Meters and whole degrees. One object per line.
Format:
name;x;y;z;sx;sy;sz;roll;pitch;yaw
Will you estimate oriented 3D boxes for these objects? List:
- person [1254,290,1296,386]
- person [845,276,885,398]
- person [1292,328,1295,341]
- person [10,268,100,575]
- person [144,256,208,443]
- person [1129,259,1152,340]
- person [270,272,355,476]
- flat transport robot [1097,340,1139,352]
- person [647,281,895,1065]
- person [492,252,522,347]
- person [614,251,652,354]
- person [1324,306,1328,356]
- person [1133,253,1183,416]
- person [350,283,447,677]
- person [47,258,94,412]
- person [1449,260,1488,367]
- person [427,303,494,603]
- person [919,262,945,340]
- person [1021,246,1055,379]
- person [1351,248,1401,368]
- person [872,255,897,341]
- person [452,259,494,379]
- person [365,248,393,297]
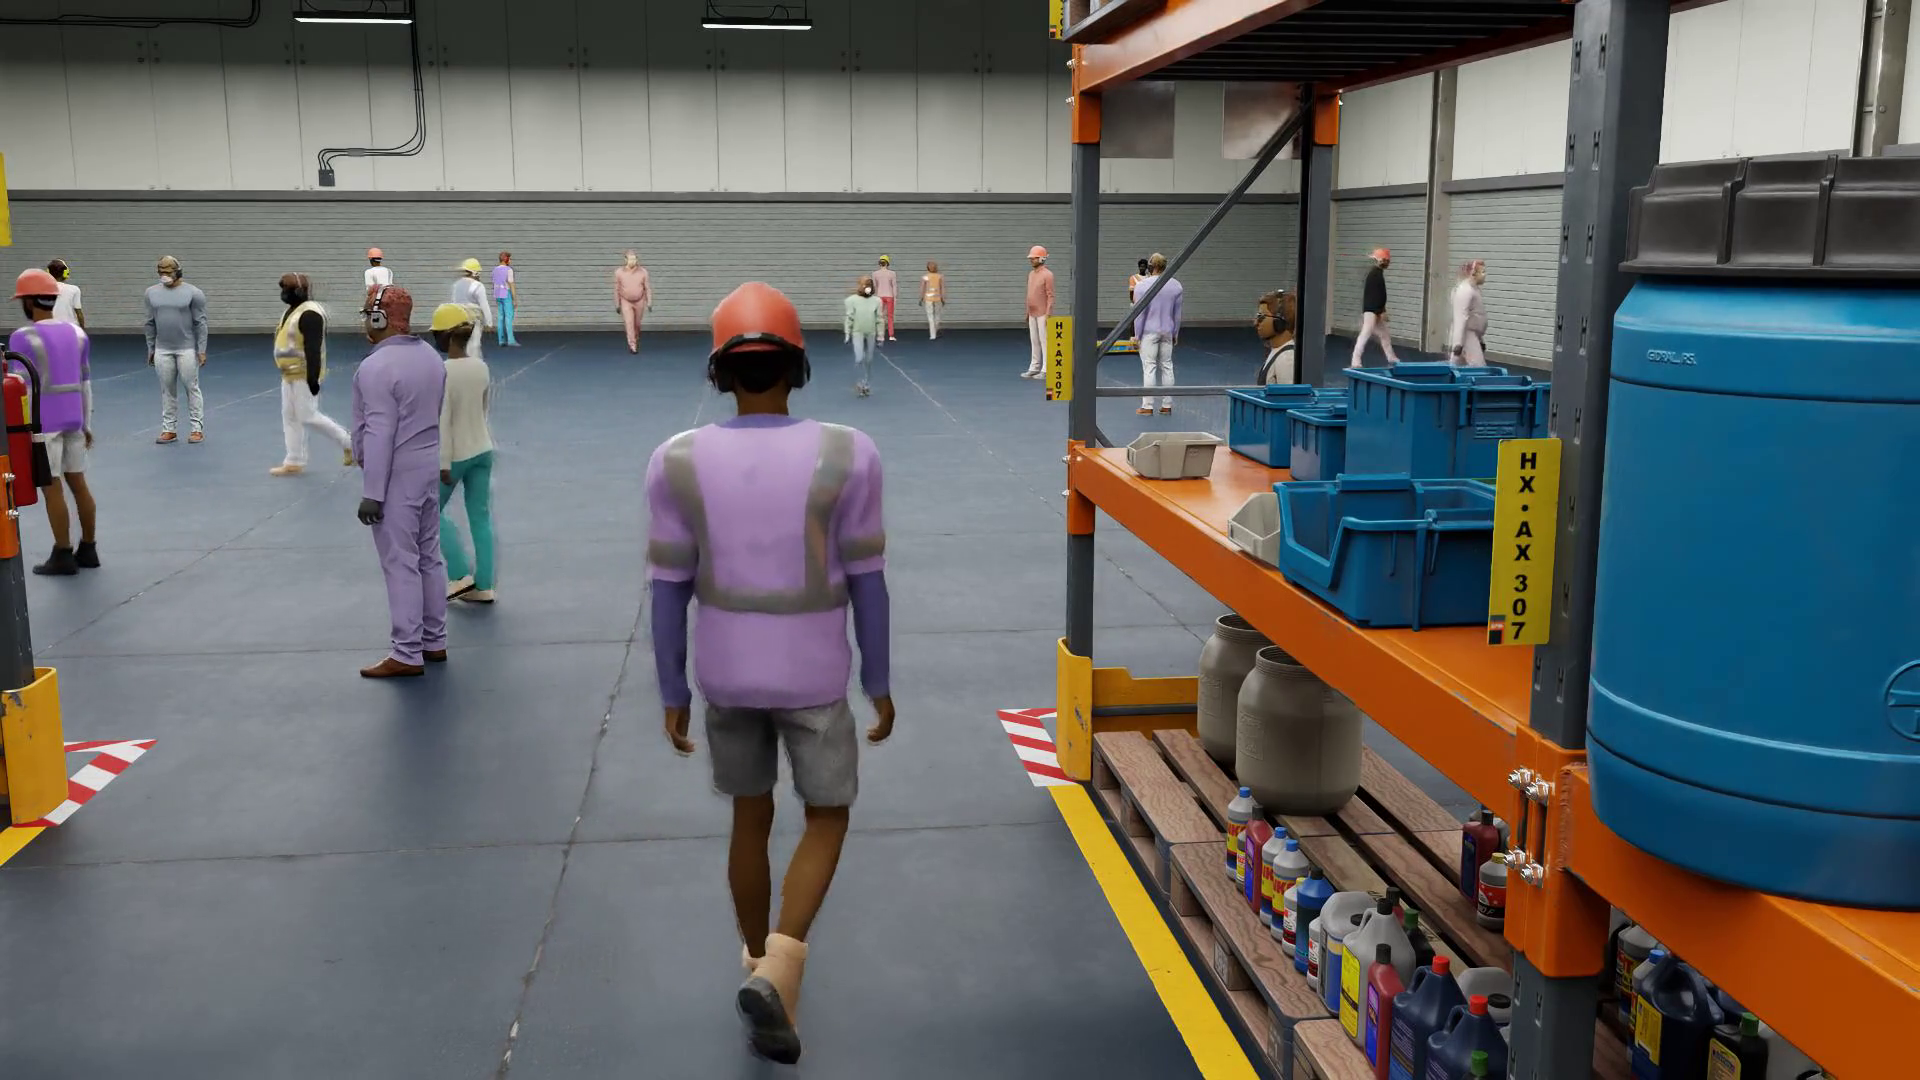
person;1.737;-0.443;9.136;0.345;1.846;0.506;1;10;7
person;-1.245;-2.703;22.161;0.523;1.606;0.653;-4;11;-20
person;2.186;-0.634;10.884;0.850;1.587;0.517;8;13;36
person;-5.762;-0.744;10.541;0.370;1.935;0.551;3;11;17
person;-8.109;-1.961;17.220;0.627;1.934;0.372;-1;10;-3
person;3.551;-4.637;32.530;0.535;1.699;0.322;-3;11;-18
person;-5.850;-1.487;14.929;0.707;1.820;0.636;-8;13;-38
flat transport robot;2.702;-3.524;30.346;1.431;0.197;0.652;-5;12;-27
person;-0.493;0.353;4.293;0.632;2.023;0.717;1;10;7
person;-8.858;-4.678;32.370;0.565;1.840;0.390;7;12;33
person;-6.032;-4.371;30.591;0.651;1.877;0.861;-4;11;-21
person;4.162;-2.324;20.089;0.522;1.618;0.698;3;11;17
person;2.340;-2.440;19.828;0.630;1.940;0.372;-4;11;-22
person;-2.749;-0.287;8.118;0.408;1.909;0.642;1;10;8
person;-10.819;-2.452;20.082;0.520;1.873;0.333;-2;11;-11
person;6.078;-2.380;19.727;0.989;1.851;0.669;4;11;20
person;-2.916;-0.492;9.653;0.451;1.746;0.538;5;11;24
person;-0.587;-4.966;34.578;0.537;1.608;0.708;-4;11;-19
person;1.179;-3.415;25.018;0.382;1.996;0.608;-6;12;-30
person;6.618;-3.581;26.061;0.989;1.947;0.641;4;11;20
person;-1.541;-4.949;34.078;0.524;1.761;0.327;1;10;8
person;-7.055;-3.210;24.417;0.615;1.800;0.794;7;12;33
person;-10.100;-4.093;28.891;0.359;1.939;0.542;6;12;31
